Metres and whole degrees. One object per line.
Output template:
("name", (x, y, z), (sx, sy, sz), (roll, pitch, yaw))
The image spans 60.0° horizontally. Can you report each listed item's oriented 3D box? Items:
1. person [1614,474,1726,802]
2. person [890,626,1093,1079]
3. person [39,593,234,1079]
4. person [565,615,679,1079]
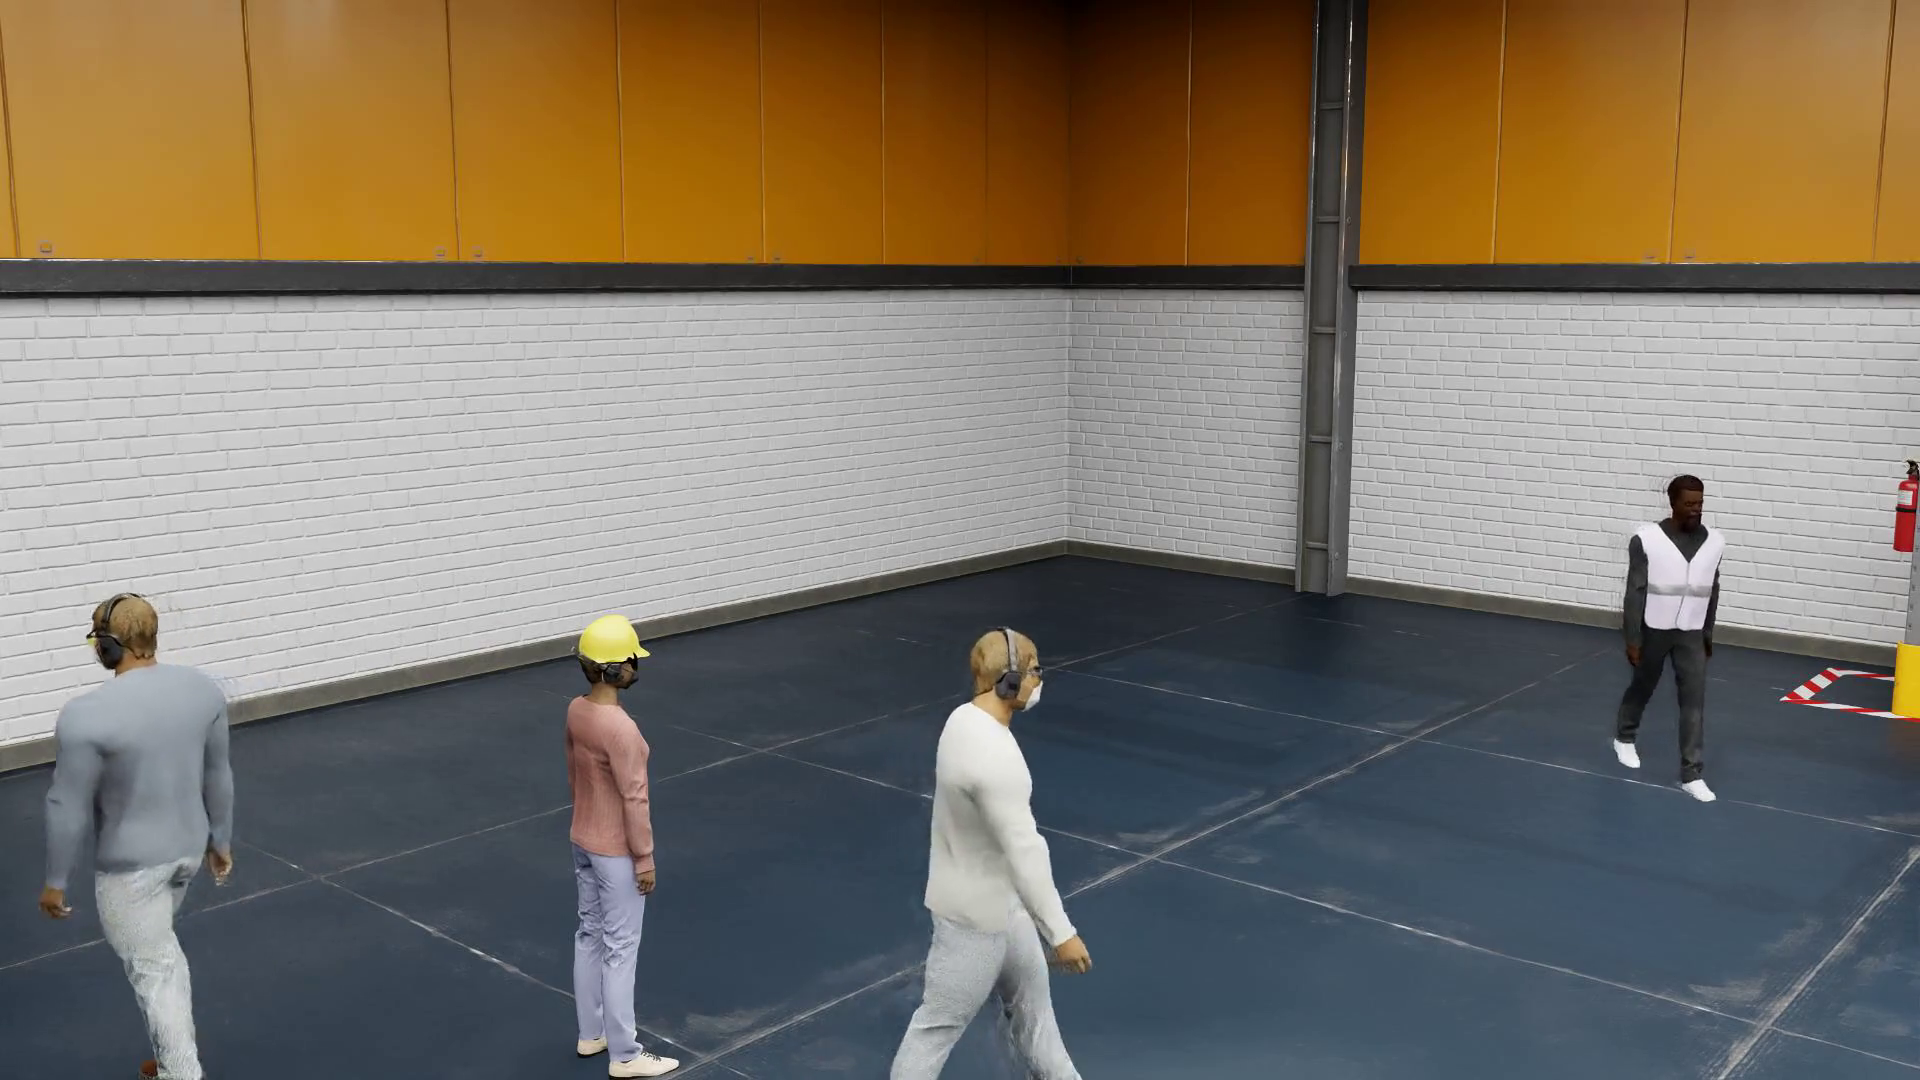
("person", (4.228, 0.525, 9.950), (0.609, 1.881, 0.973), (-1, 9, -4))
("person", (0.175, 1.226, 5.506), (1.024, 1.881, 0.653), (0, 9, -1))
("person", (-2.951, 1.139, 5.964), (0.624, 1.919, 0.642), (3, 10, 19))
("person", (-1.309, 1.157, 6.314), (0.309, 1.769, 0.525), (-7, 11, -38))
